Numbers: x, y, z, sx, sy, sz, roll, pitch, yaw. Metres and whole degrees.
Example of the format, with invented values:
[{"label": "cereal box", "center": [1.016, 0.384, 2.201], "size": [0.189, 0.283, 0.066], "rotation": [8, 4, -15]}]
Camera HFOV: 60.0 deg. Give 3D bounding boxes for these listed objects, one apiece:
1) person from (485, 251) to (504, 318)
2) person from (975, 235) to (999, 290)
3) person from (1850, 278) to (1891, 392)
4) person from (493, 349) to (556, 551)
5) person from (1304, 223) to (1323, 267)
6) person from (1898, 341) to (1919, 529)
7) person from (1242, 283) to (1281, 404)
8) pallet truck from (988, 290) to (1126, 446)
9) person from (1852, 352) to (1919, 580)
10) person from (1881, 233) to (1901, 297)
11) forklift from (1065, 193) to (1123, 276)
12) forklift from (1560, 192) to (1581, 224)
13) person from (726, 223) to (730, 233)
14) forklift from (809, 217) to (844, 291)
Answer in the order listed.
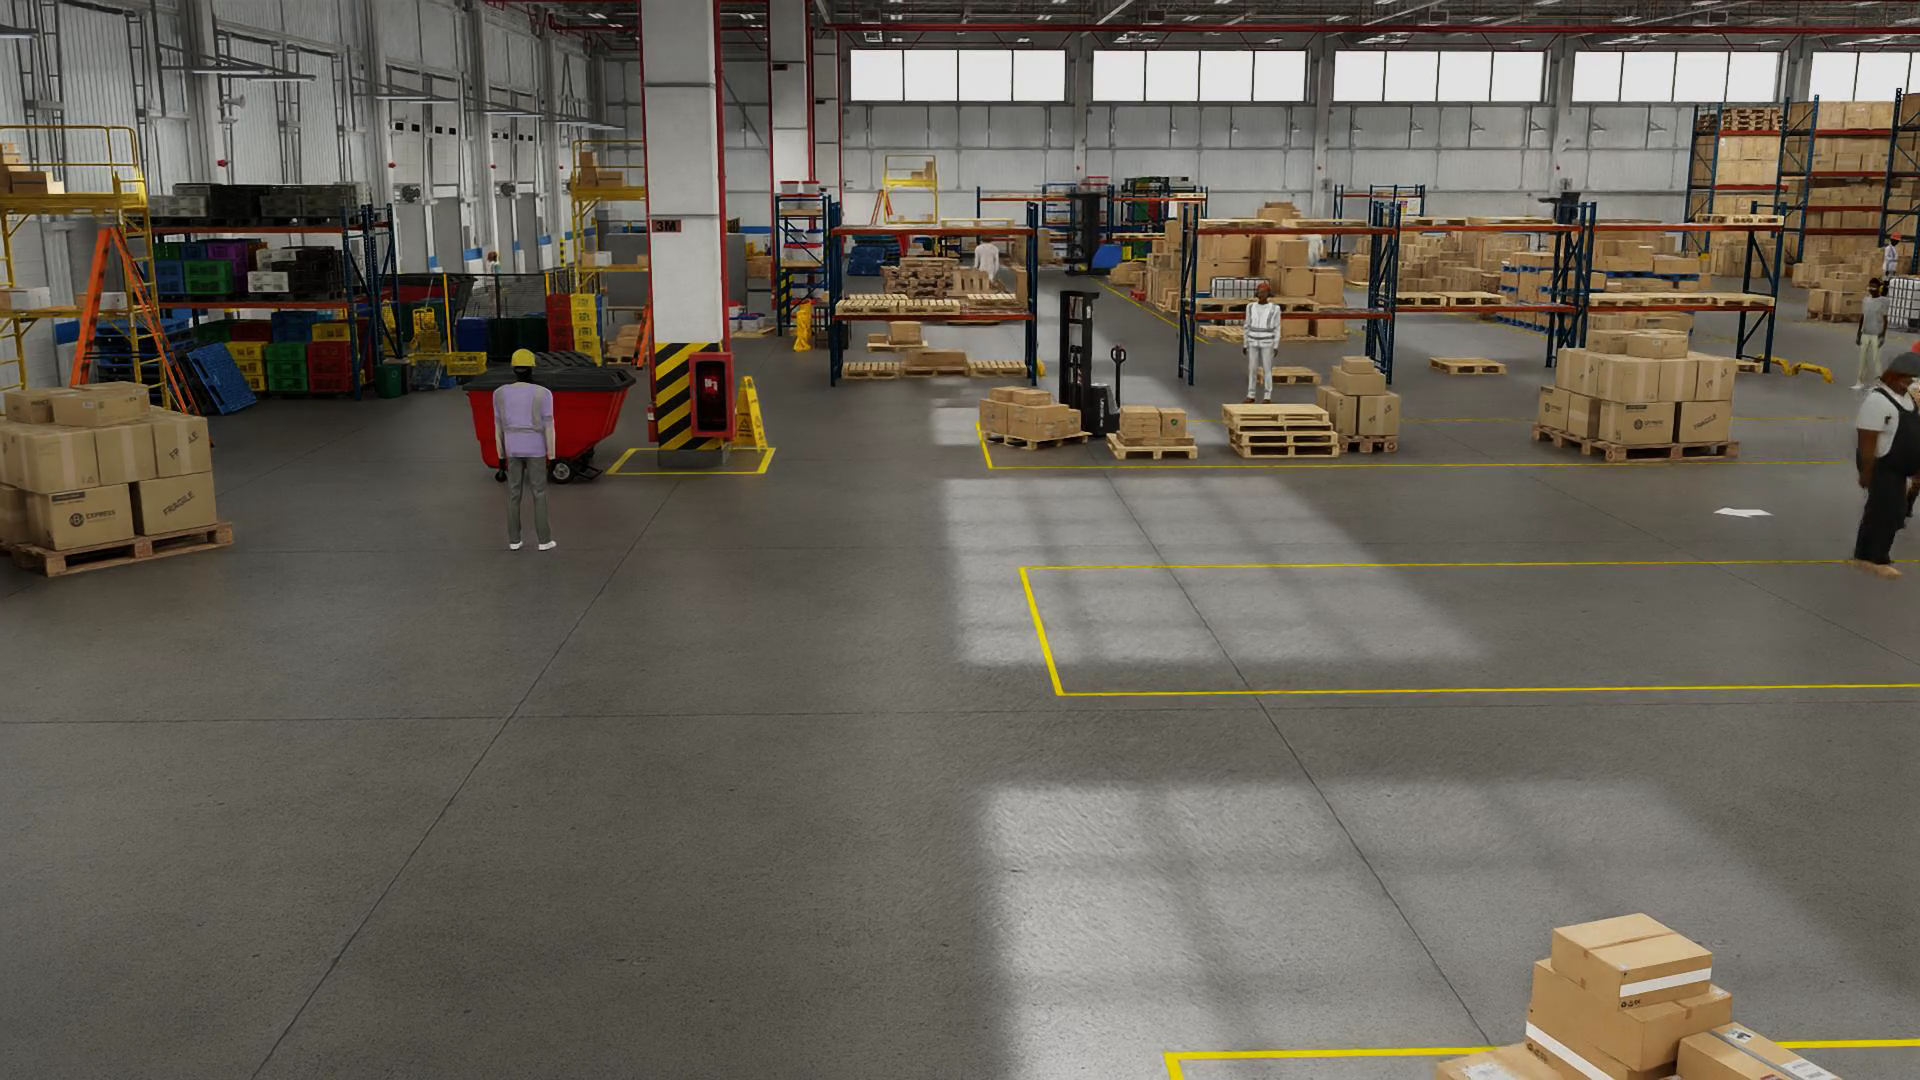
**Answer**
[{"label": "person", "center": [-11.471, -6.268, 40.874], "size": [0.521, 1.633, 0.315], "rotation": [11, 17, 41]}, {"label": "person", "center": [0.725, -7.269, 44.744], "size": [0.662, 1.907, 0.844], "rotation": [0, 12, -1]}, {"label": "person", "center": [14.920, -3.358, 27.216], "size": [0.325, 1.860, 0.512], "rotation": [-6, 14, -26]}, {"label": "person", "center": [-4.106, -0.850, 15.762], "size": [0.584, 1.918, 0.407], "rotation": [1, 13, 4]}, {"label": "person", "center": [11.395, -9.281, 53.799], "size": [0.638, 1.926, 0.602], "rotation": [-2, 13, -7]}, {"label": "person", "center": [9.713, -1.099, 16.915], "size": [0.555, 1.908, 0.893], "rotation": [7, 14, 27]}, {"label": "person", "center": [4.607, -2.985, 25.465], "size": [0.586, 1.883, 0.342], "rotation": [8, 15, 31]}, {"label": "pallet truck", "center": [1.257, -2.299, 22.111], "size": [1.885, 1.965, 0.823], "rotation": [-9, 15, -35]}, {"label": "person", "center": [8.282, -0.677, 14.689], "size": [0.683, 2.000, 0.656], "rotation": [-11, 17, -42]}, {"label": "person", "center": [25.204, -7.339, 45.026], "size": [0.374, 1.928, 0.542], "rotation": [12, 17, 43]}, {"label": "forklift", "center": [4.601, -10.447, 56.888], "size": [1.873, 2.768, 1.129], "rotation": [0, 12, -2]}, {"label": "forklift", "center": [22.003, -11.161, 60.112], "size": [1.873, 2.768, 1.129], "rotation": [0, 12, -2]}, {"label": "person", "center": [-7.707, -9.479, 54.688], "size": [0.374, 1.928, 0.584], "rotation": [3, 13, 12]}, {"label": "forklift", "center": [-4.375, -8.619, 48.637], "size": [1.873, 2.768, 1.129], "rotation": [0, 12, -2]}]
